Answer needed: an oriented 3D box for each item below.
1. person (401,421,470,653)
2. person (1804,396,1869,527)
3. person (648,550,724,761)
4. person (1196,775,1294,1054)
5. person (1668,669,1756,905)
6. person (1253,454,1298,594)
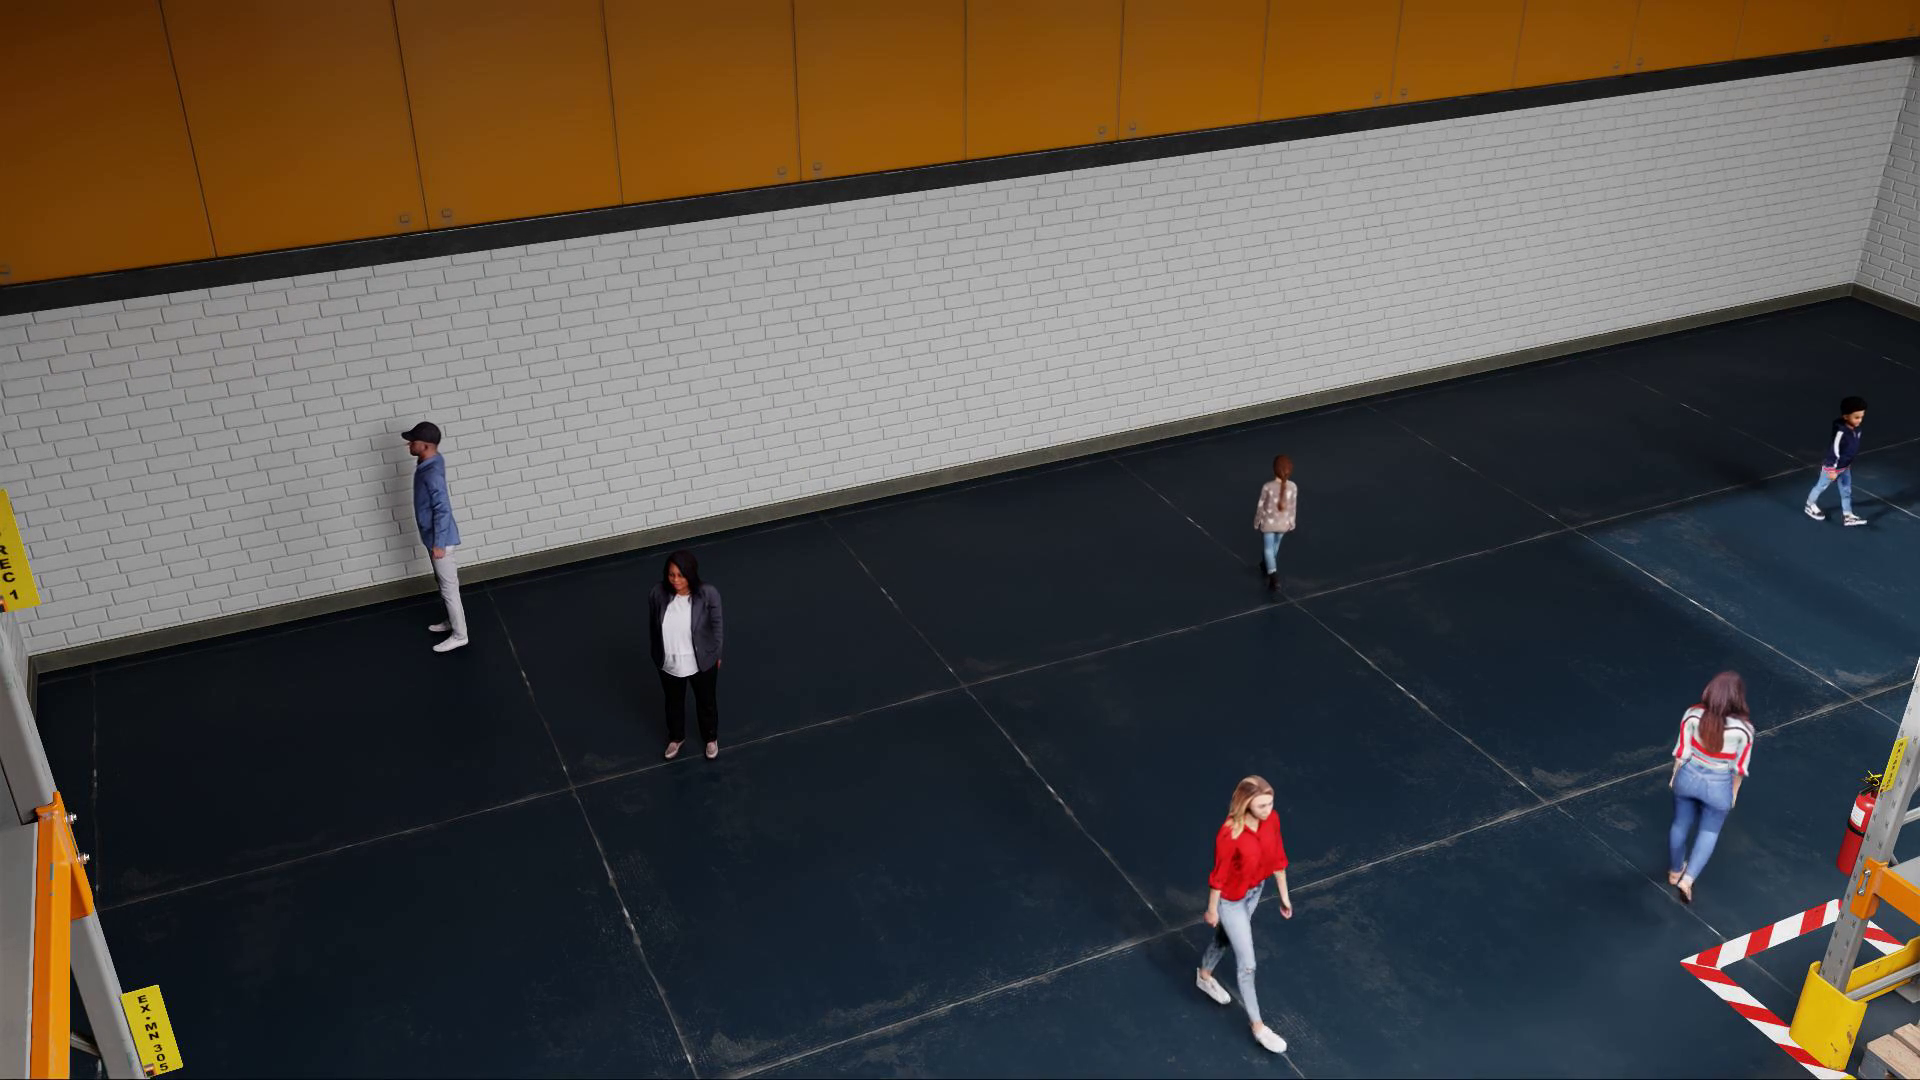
[{"bbox_3d":[-4.008,-0.048,12.789,0.714,1.888,0.517,-10,30,-18],"label":"person"},{"bbox_3d":[7.741,-0.721,14.741,0.541,1.198,0.763,-14,31,-23],"label":"person"},{"bbox_3d":[-1.893,0.799,11.539,0.780,1.597,0.800,0,29,0],"label":"person"},{"bbox_3d":[1.511,1.962,9.325,0.797,1.675,1.058,-23,36,-35],"label":"person"},{"bbox_3d":[4.539,1.534,10.185,0.891,1.604,0.893,18,33,30],"label":"person"},{"bbox_3d":[2.596,-0.128,13.674,0.637,1.179,0.865,-4,29,-7],"label":"person"}]
